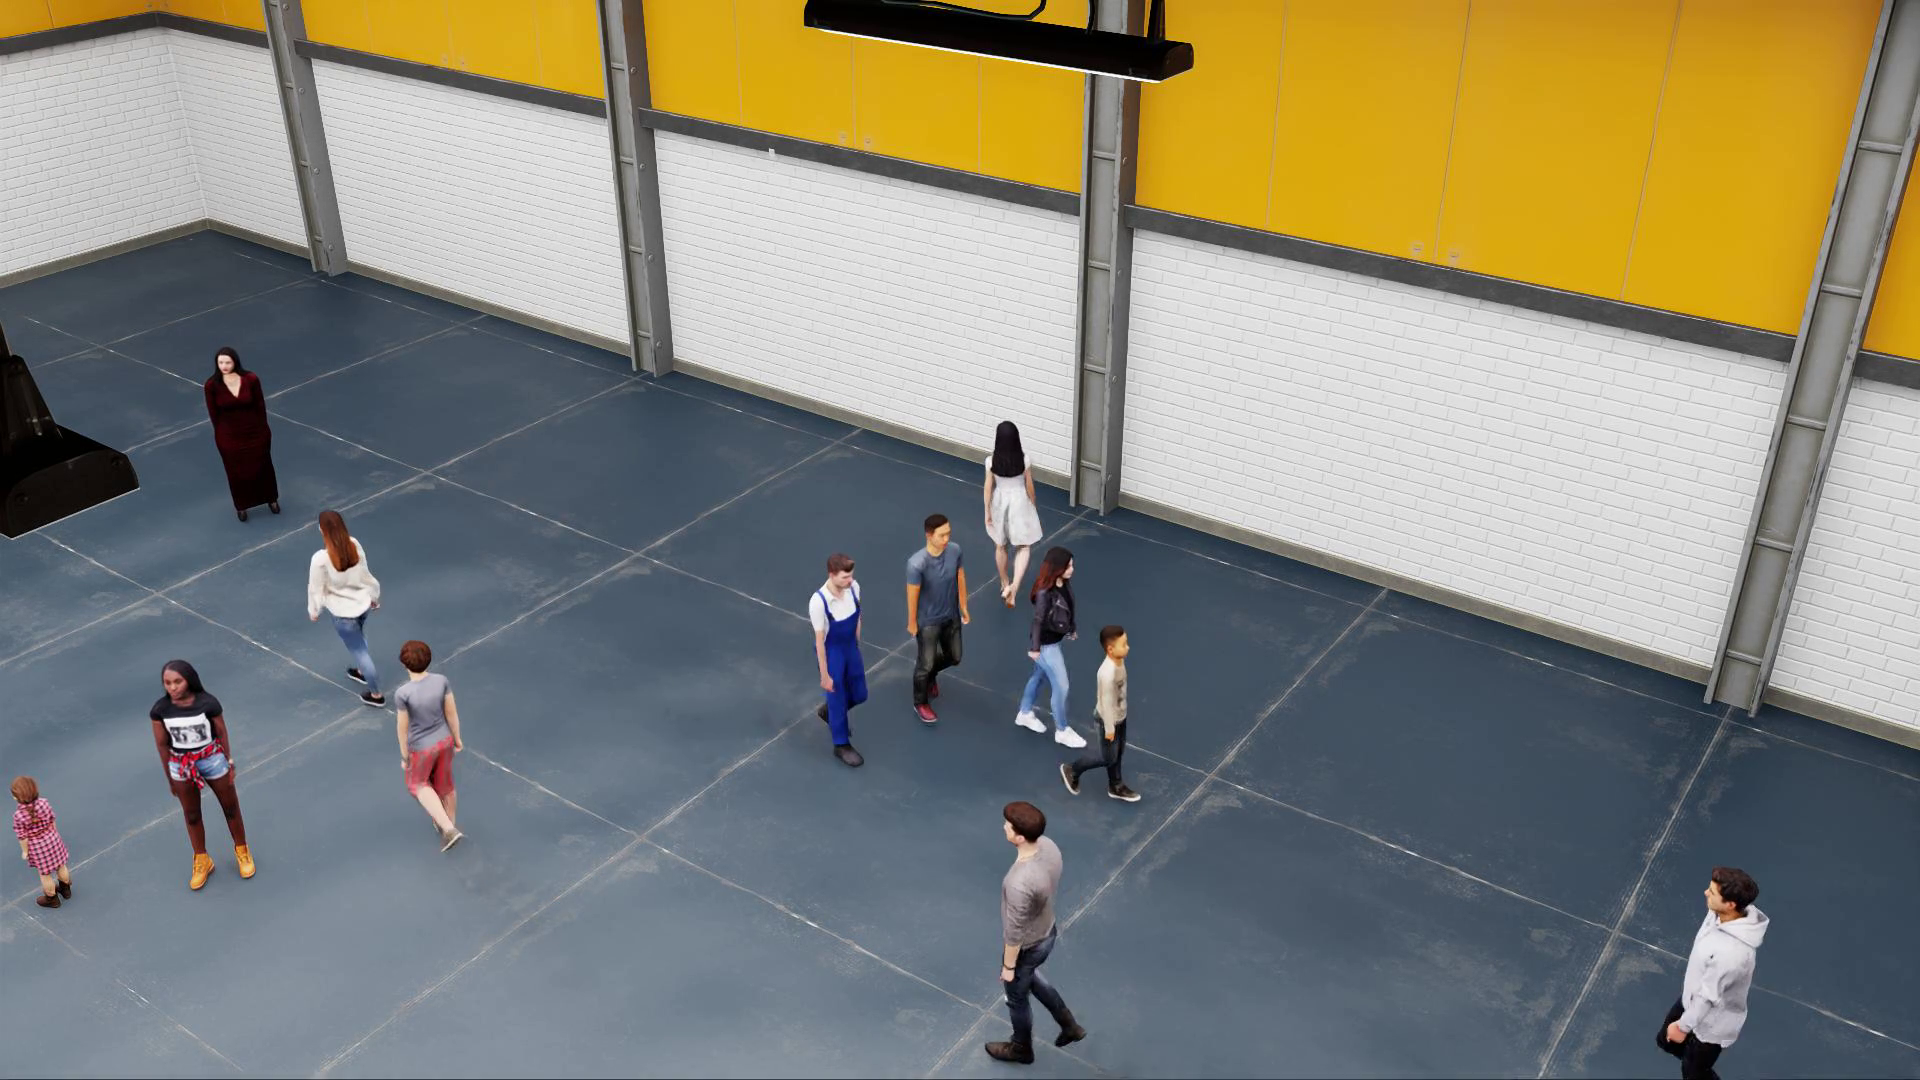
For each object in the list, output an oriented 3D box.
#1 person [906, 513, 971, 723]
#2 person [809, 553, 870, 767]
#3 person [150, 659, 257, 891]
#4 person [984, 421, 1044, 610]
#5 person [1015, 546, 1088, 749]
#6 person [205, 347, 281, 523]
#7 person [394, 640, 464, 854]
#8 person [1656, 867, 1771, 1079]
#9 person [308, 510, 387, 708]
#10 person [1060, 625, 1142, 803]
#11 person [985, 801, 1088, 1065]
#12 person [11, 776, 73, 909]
[{"bbox_3d":[-0.212,0.563,12.894,0.765,1.791,0.817,-18,34,-30],"label":"person"},{"bbox_3d":[-0.977,0.843,12.346,0.854,1.825,0.736,25,37,38],"label":"person"},{"bbox_3d":[-5.097,1.543,11.163,0.724,1.728,0.769,-9,30,-15],"label":"person"},{"bbox_3d":[0.442,-0.175,14.282,1.003,1.758,0.989,3,29,5],"label":"person"},{"bbox_3d":[0.600,0.772,12.696,0.920,1.614,0.755,13,31,22],"label":"person"},{"bbox_3d":[-6.846,-1.031,15.854,0.756,1.755,0.754,-15,32,-25],"label":"person"},{"bbox_3d":[-3.602,1.459,11.410,0.690,1.640,0.840,-23,36,-36],"label":"person"},{"bbox_3d":[4.183,2.585,9.059,0.908,1.914,0.832,7,29,13],"label":"person"},{"bbox_3d":[-4.711,0.572,13.004,0.825,1.670,0.671,14,32,24],"label":"person"},{"bbox_3d":[1.022,1.262,11.963,0.869,1.455,0.672,10,30,18],"label":"person"},{"bbox_3d":[0.473,2.312,9.580,0.902,1.895,0.794,12,31,22],"label":"person"},{"bbox_3d":[-6.125,1.998,11.067,0.474,1.022,0.452,13,31,22],"label":"person"}]
